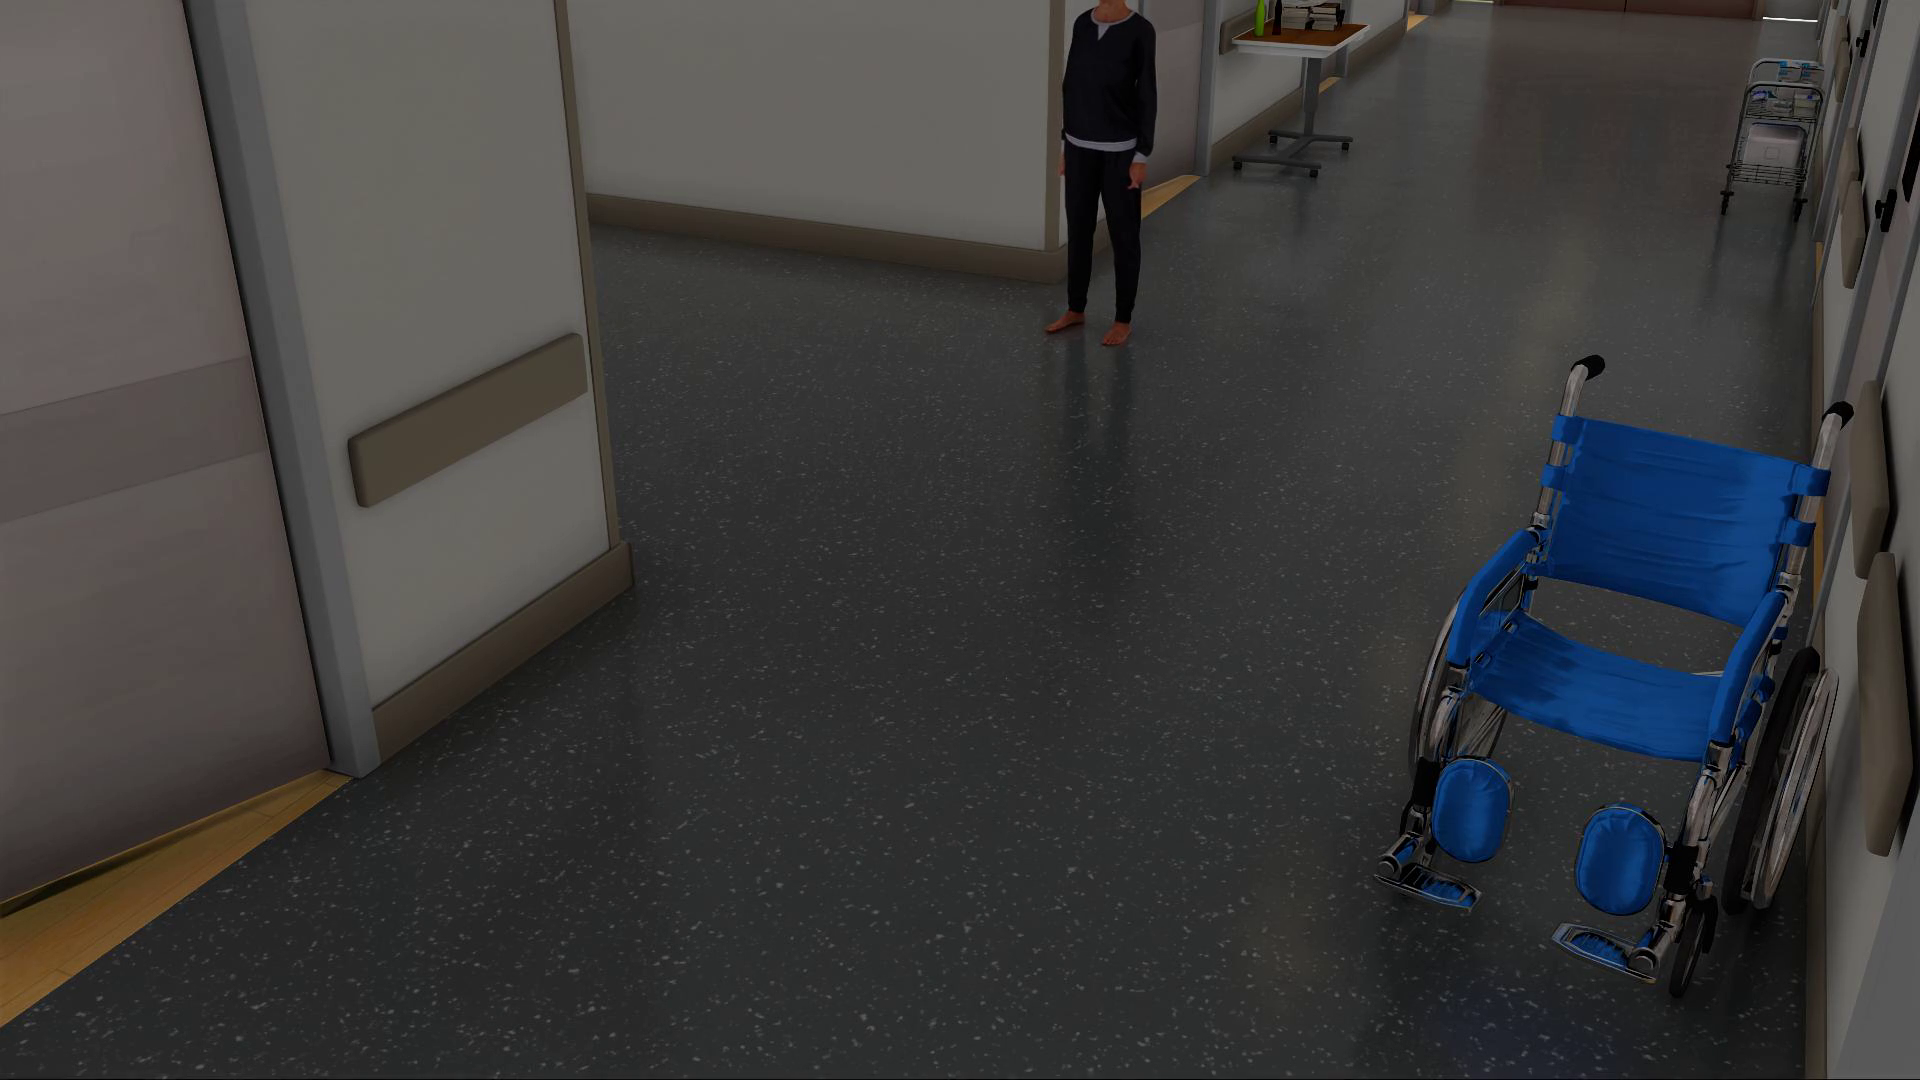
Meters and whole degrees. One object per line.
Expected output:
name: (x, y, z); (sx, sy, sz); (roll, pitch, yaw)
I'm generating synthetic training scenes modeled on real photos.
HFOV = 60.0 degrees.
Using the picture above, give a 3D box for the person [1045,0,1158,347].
person: (0.640, -1.748, 7.337); (0.641, 1.726, 0.576); (17, 31, 32)
